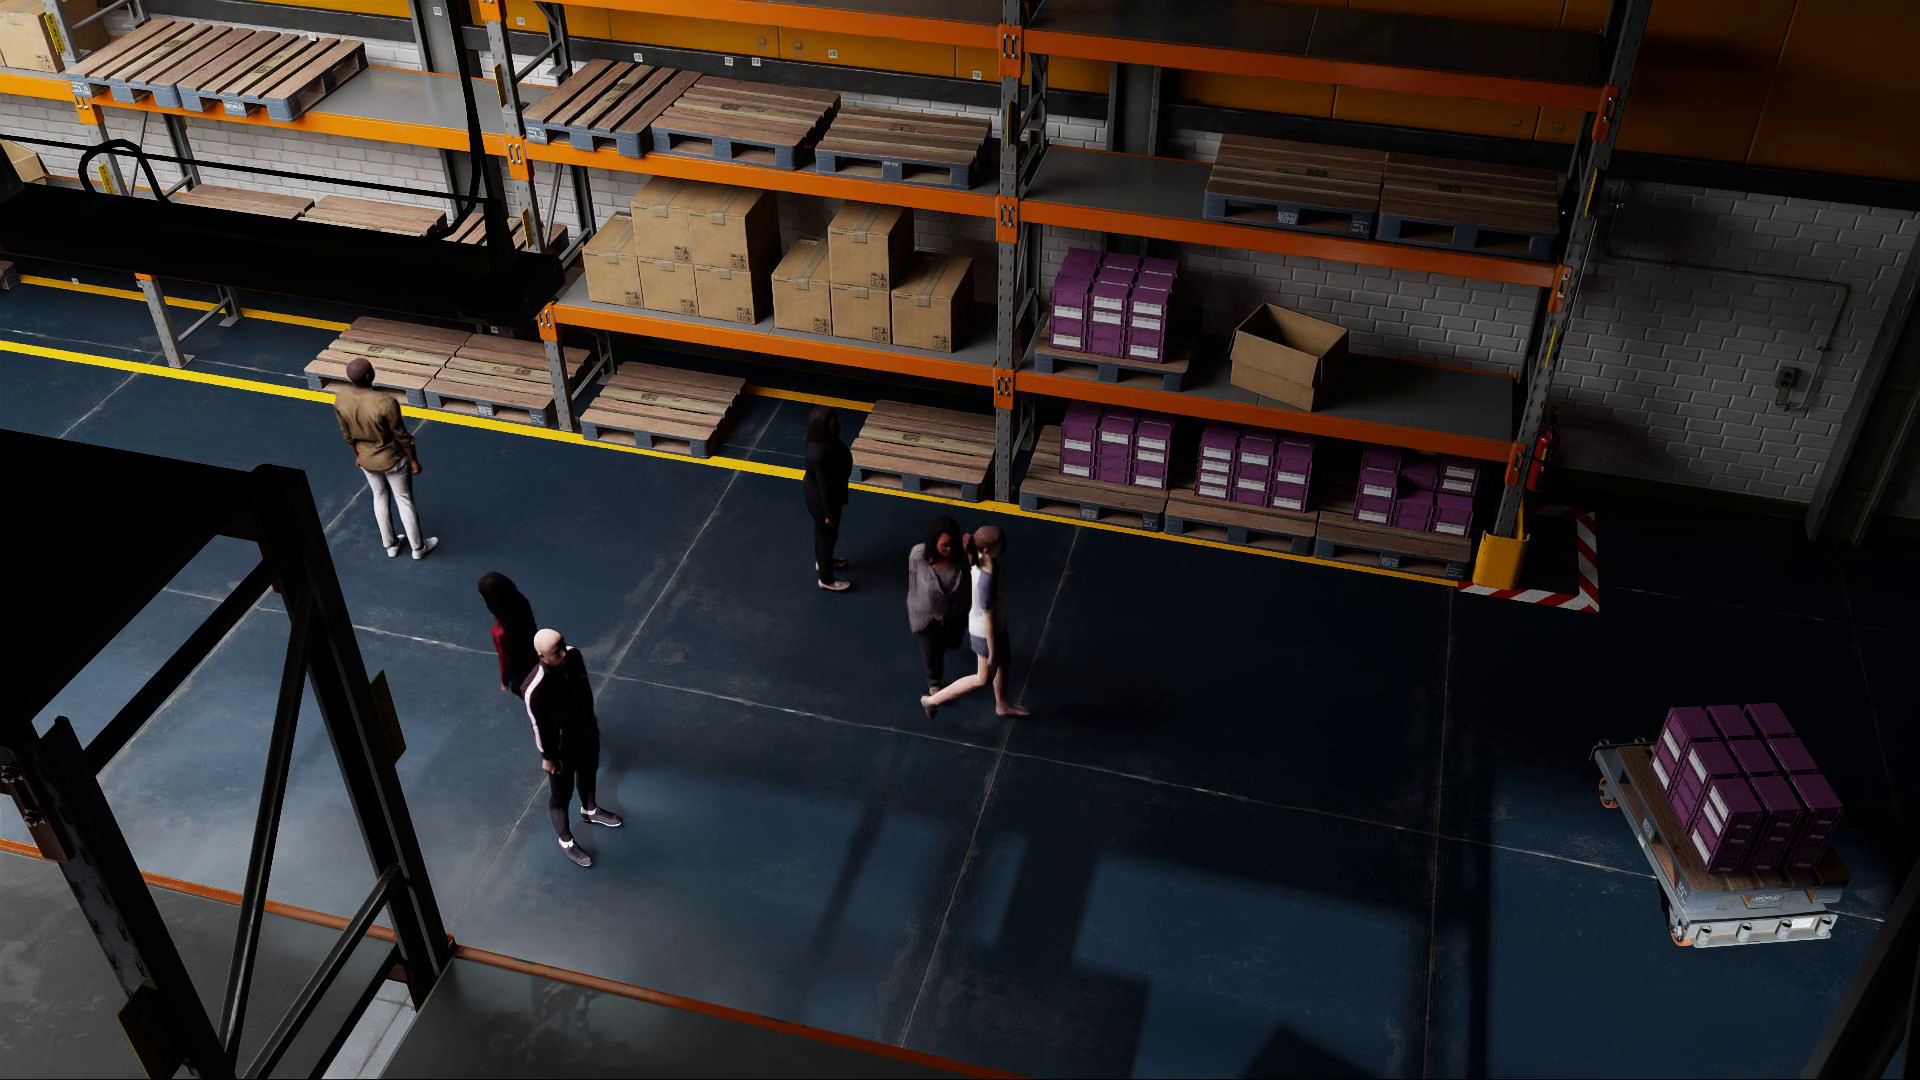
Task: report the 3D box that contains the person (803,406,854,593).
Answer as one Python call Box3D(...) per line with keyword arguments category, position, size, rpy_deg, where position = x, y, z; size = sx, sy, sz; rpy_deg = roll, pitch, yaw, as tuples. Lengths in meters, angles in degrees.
Box3D(category="person", position=(-1.032, -0.333, 12.722), size=(0.748, 1.617, 0.744), rpy_deg=(-4, 39, -5))

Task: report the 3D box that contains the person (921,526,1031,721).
Box3D(category="person", position=(0.104, 0.617, 11.433), size=(1.074, 1.741, 0.779), rpy_deg=(-3, 39, -3))

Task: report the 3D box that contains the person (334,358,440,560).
Box3D(category="person", position=(-4.475, -0.625, 12.921), size=(0.520, 1.825, 0.785), rpy_deg=(7, 39, 9))

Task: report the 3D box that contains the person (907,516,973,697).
Box3D(category="person", position=(-0.157, 0.393, 11.842), size=(0.897, 1.582, 0.887), rpy_deg=(-4, 39, -5))

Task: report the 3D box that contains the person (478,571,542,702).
Box3D(category="person", position=(-2.846, 0.845, 11.233), size=(0.632, 1.635, 0.665), rpy_deg=(3, 39, 3))

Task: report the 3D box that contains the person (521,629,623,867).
Box3D(category="person", position=(-2.498, 1.258, 10.554), size=(0.619, 1.837, 0.712), rpy_deg=(15, 41, 18))
